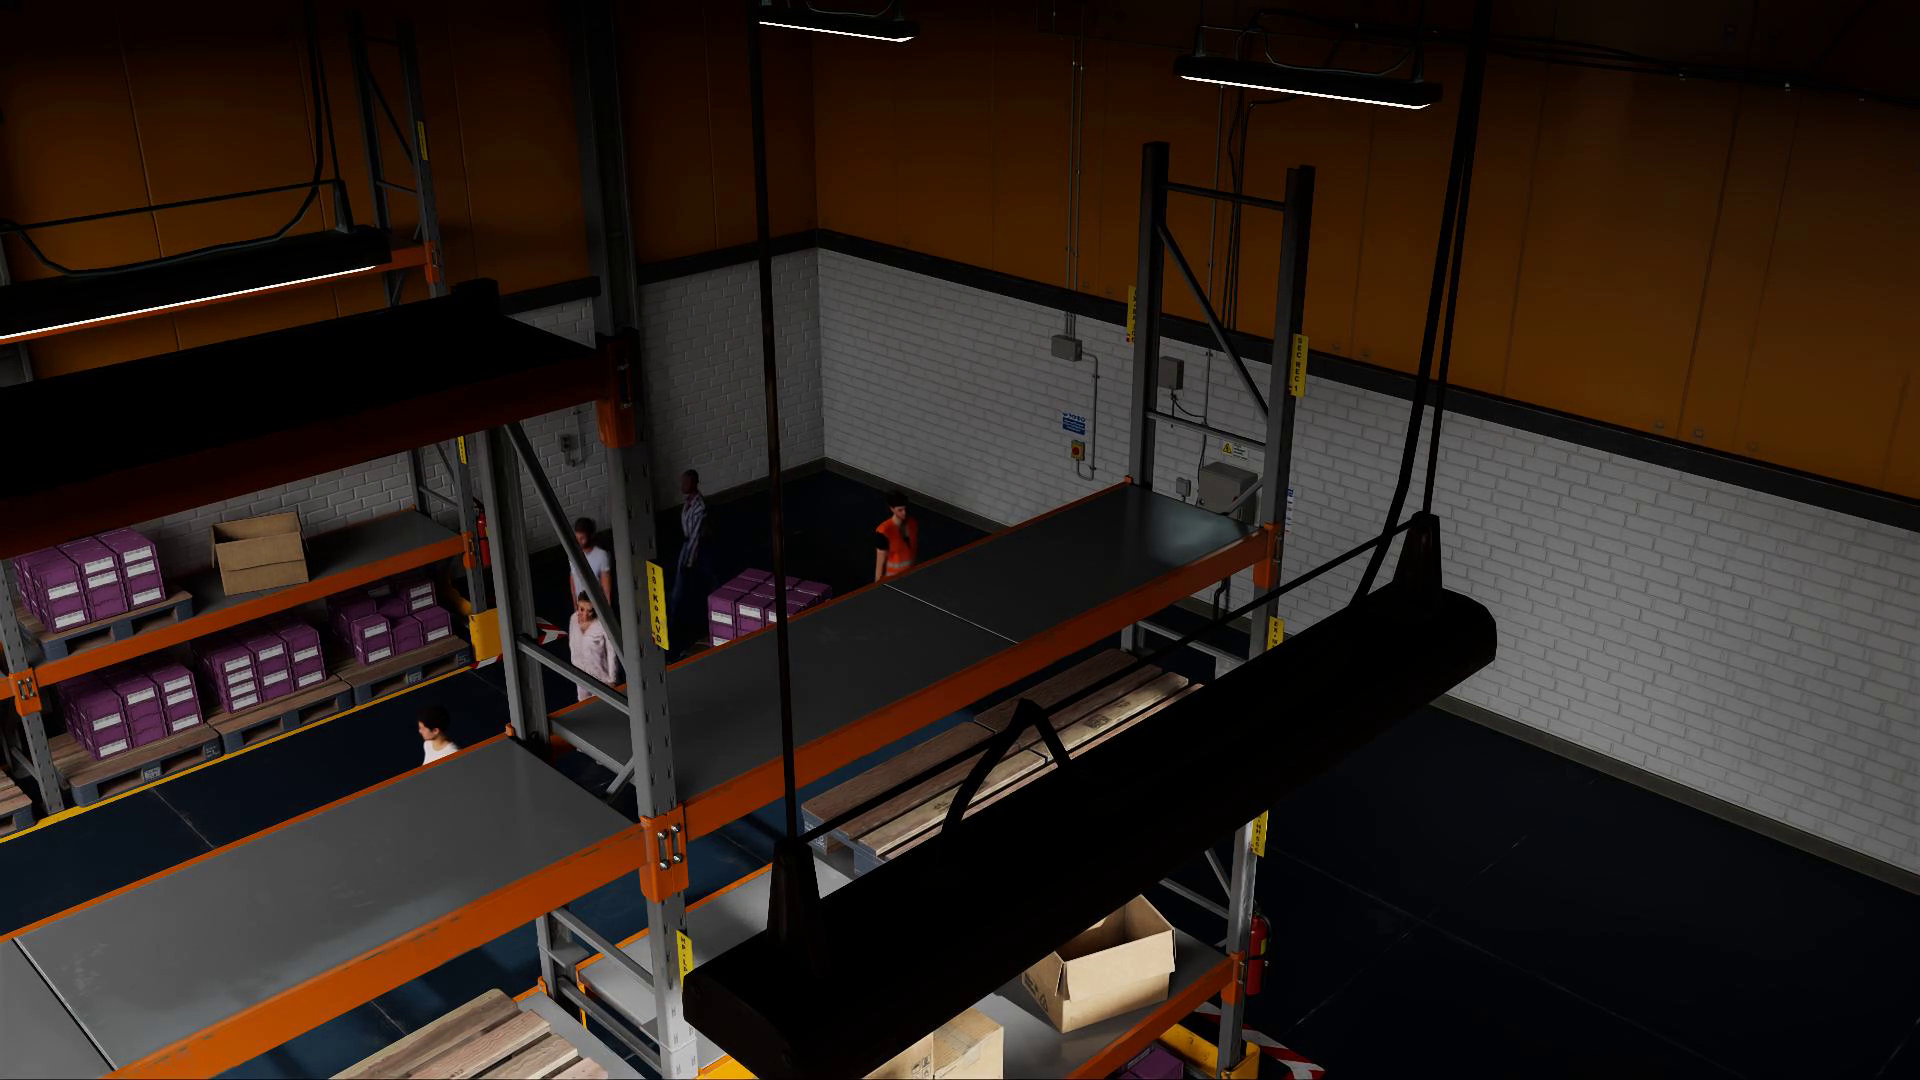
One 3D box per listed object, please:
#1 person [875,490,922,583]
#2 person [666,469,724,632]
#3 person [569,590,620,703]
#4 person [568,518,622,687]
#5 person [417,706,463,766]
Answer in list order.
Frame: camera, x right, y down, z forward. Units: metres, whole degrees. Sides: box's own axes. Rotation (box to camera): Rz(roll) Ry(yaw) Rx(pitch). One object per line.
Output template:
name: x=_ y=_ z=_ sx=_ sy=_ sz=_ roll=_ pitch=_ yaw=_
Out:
person: x=-0.672 y=0.363 z=15.790 sx=0.808 sy=1.864 sz=0.671 roll=17 pitch=29 yaw=34
person: x=-2.484 y=0.127 z=16.463 sx=1.152 sy=1.756 sz=0.752 roll=-15 pitch=28 yaw=-30
person: x=-3.127 y=1.127 z=14.288 sx=0.815 sy=1.667 sz=0.679 roll=20 pitch=30 yaw=38
person: x=-3.291 y=0.614 z=15.241 sx=0.894 sy=1.843 sz=1.015 roll=6 pitch=24 yaw=13
person: x=-3.765 y=1.964 z=12.309 sx=0.520 sy=1.718 sz=0.616 roll=-21 pitch=31 yaw=-39
